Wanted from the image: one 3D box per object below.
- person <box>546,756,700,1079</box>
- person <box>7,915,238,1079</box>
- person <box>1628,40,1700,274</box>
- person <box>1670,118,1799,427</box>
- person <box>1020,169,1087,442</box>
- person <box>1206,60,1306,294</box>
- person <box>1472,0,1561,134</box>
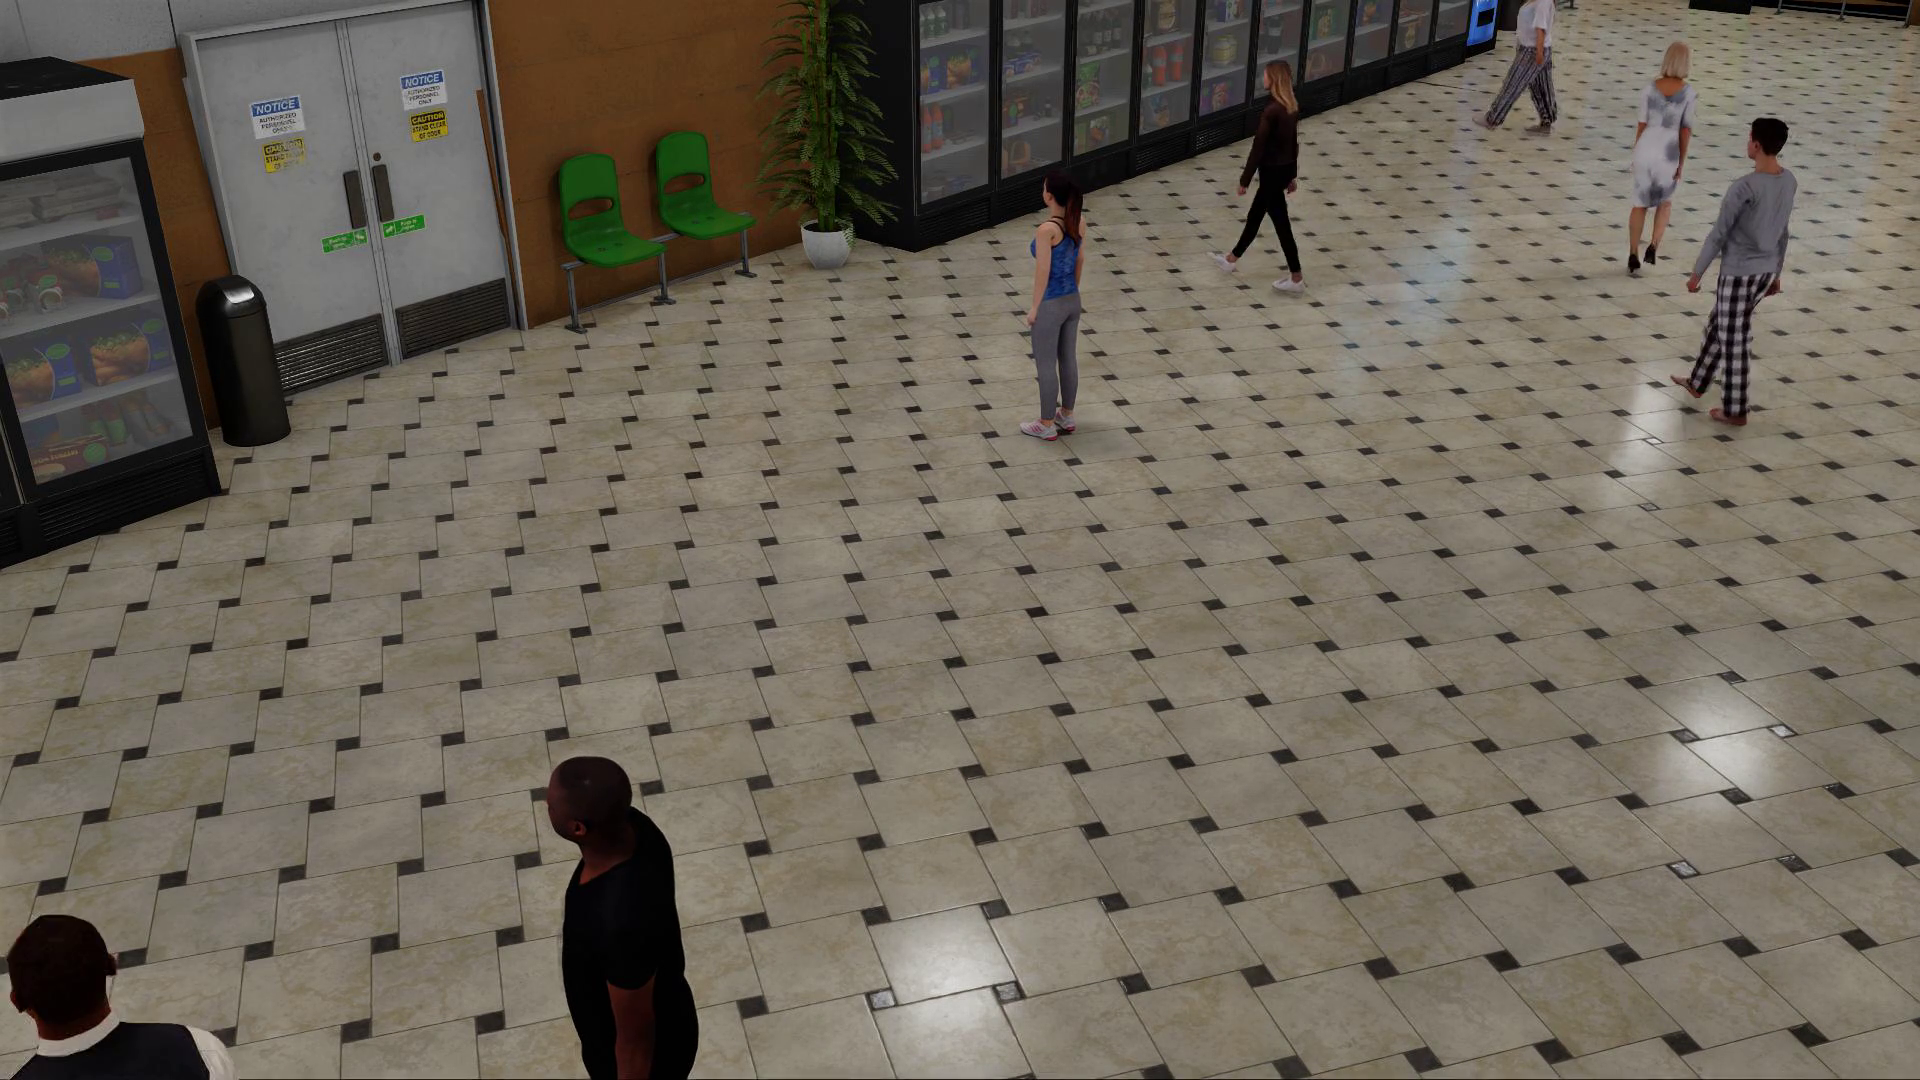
[{"bbox_3d":[-0.825,1.305,4.280,0.810,1.818,0.723,-5,27,-11],"label":"person"},{"bbox_3d":[-1.679,1.647,3.513,0.828,1.902,1.014,-19,32,-32],"label":"person"},{"bbox_3d":[5.267,-2.863,12.585,0.536,1.739,0.660,14,30,26],"label":"person"},{"bbox_3d":[4.738,-1.546,9.892,0.905,1.826,1.062,-11,29,-21],"label":"person"},{"bbox_3d":[0.565,-1.389,9.822,0.541,1.610,0.569,23,35,37],"label":"person"},{"bbox_3d":[2.371,-2.604,12.168,1.092,1.655,0.686,18,32,31],"label":"person"},{"bbox_3d":[5.843,-4.882,16.682,1.189,1.634,0.954,8,28,15],"label":"person"}]
